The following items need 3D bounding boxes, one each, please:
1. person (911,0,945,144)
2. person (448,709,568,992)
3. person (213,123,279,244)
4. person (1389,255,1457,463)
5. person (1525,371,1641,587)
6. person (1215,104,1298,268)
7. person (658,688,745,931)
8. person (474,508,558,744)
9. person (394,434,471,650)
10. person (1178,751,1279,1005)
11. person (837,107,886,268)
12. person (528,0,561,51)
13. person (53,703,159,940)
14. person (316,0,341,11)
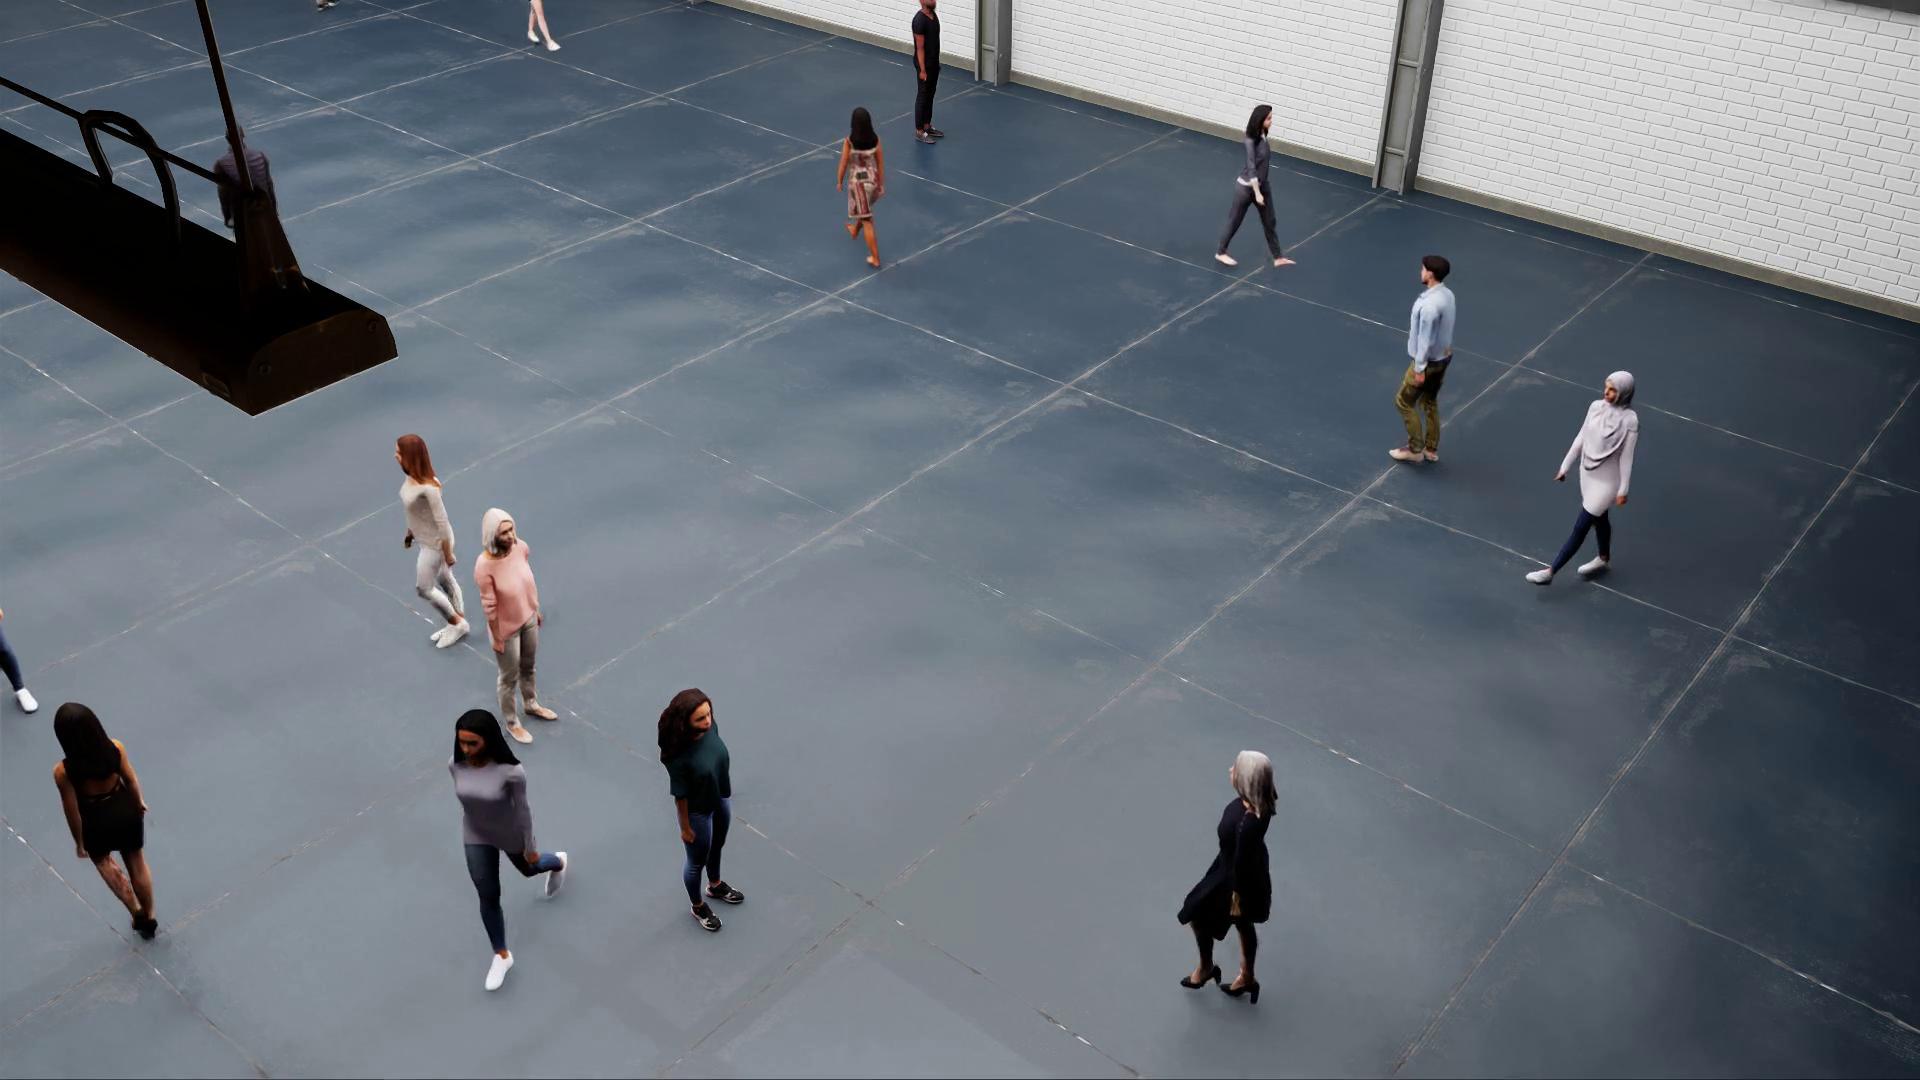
[{"bbox_3d":[-0.407,-5.775,20.216,0.668,1.819,0.727,14,36,19],"label":"person"},{"bbox_3d":[-2.503,1.586,9.247,1.183,1.702,1.058,6,34,8],"label":"person"},{"bbox_3d":[-6.923,-3.175,16.304,0.743,1.818,0.872,-28,43,-35],"label":"person"},{"bbox_3d":[3.928,-1.450,13.745,0.671,1.779,0.699,18,38,25],"label":"person"},{"bbox_3d":[4.795,-0.447,12.272,1.047,1.740,1.100,-11,35,-16],"label":"person"},{"bbox_3d":[2.889,-3.596,17.020,1.113,1.727,0.680,21,39,28],"label":"person"},{"bbox_3d":[-1.465,1.501,9.453,0.657,1.617,0.651,16,37,23],"label":"person"},{"bbox_3d":[-2.910,0.525,10.823,0.584,1.724,0.640,16,37,23],"label":"person"},{"bbox_3d":[-3.618,-0.019,11.663,0.743,1.701,0.628,-16,37,-23],"label":"person"},{"bbox_3d":[1.564,1.835,8.845,0.784,1.732,0.733,12,36,18],"label":"person"},{"bbox_3d":[-0.961,-3.595,17.138,0.856,1.595,1.193,-19,38,-26],"label":"person"},{"bbox_3d":[-6.009,-7.777,23.332,0.638,1.704,1.142,-28,43,-36],"label":"person"},{"bbox_3d":[-4.682,1.624,9.247,0.556,1.638,0.602,28,43,35],"label":"person"},{"bbox_3d":[-9.693,-8.687,24.948,0.689,1.430,0.745,4,34,6],"label":"person"}]
